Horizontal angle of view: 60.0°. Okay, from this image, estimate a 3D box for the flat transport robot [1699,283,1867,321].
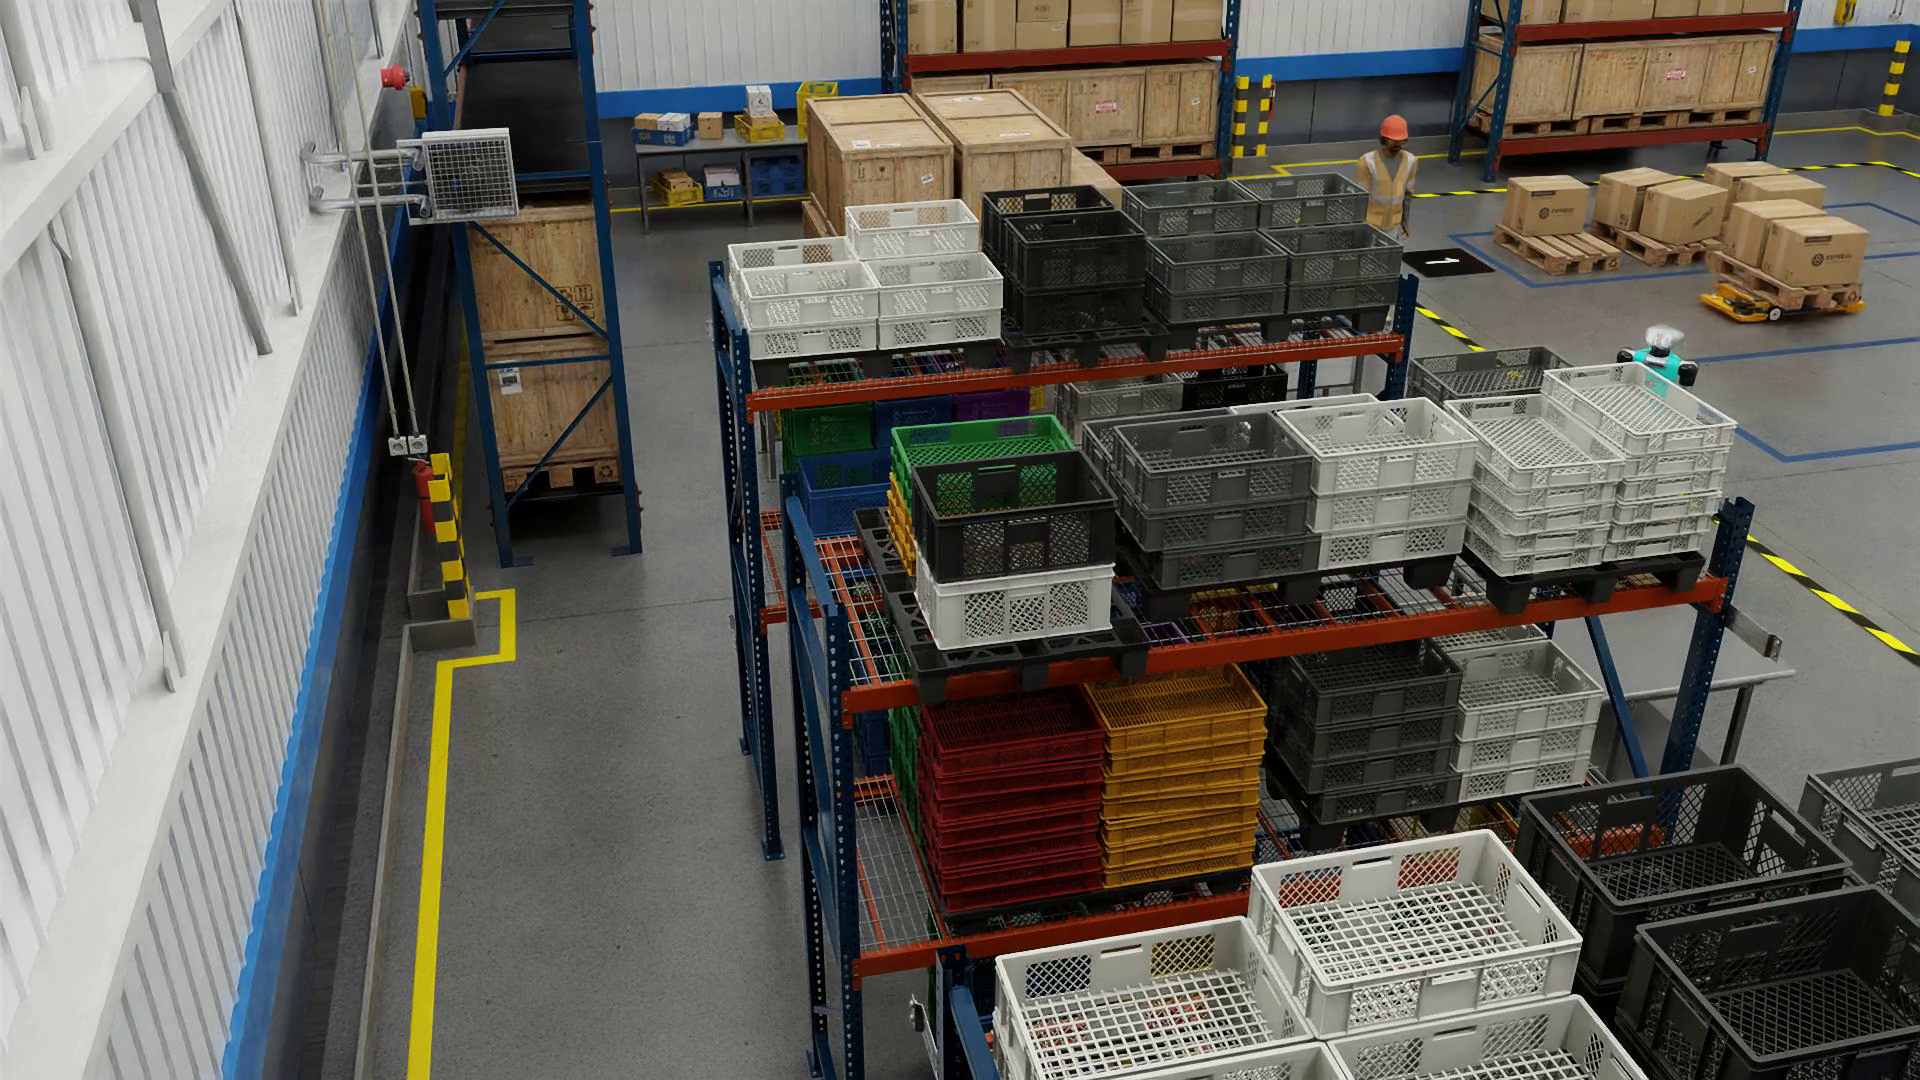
[{"bbox_3d":[8.241,-2.439,16.644,1.431,0.197,0.652,-6,28,-12],"label":"flat transport robot"}]

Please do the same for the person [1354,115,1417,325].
[{"bbox_3d":[4.045,-3.049,15.929,0.604,2.045,0.384,-6,28,-11],"label":"person"}]

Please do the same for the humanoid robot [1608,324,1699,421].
[{"bbox_3d":[4.880,-0.778,11.809,0.533,1.673,0.735,16,32,28],"label":"humanoid robot"}]

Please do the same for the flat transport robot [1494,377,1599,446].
[{"bbox_3d":[4.780,-1.036,14.013,0.659,0.231,1.431,-6,28,-12],"label":"flat transport robot"}]
